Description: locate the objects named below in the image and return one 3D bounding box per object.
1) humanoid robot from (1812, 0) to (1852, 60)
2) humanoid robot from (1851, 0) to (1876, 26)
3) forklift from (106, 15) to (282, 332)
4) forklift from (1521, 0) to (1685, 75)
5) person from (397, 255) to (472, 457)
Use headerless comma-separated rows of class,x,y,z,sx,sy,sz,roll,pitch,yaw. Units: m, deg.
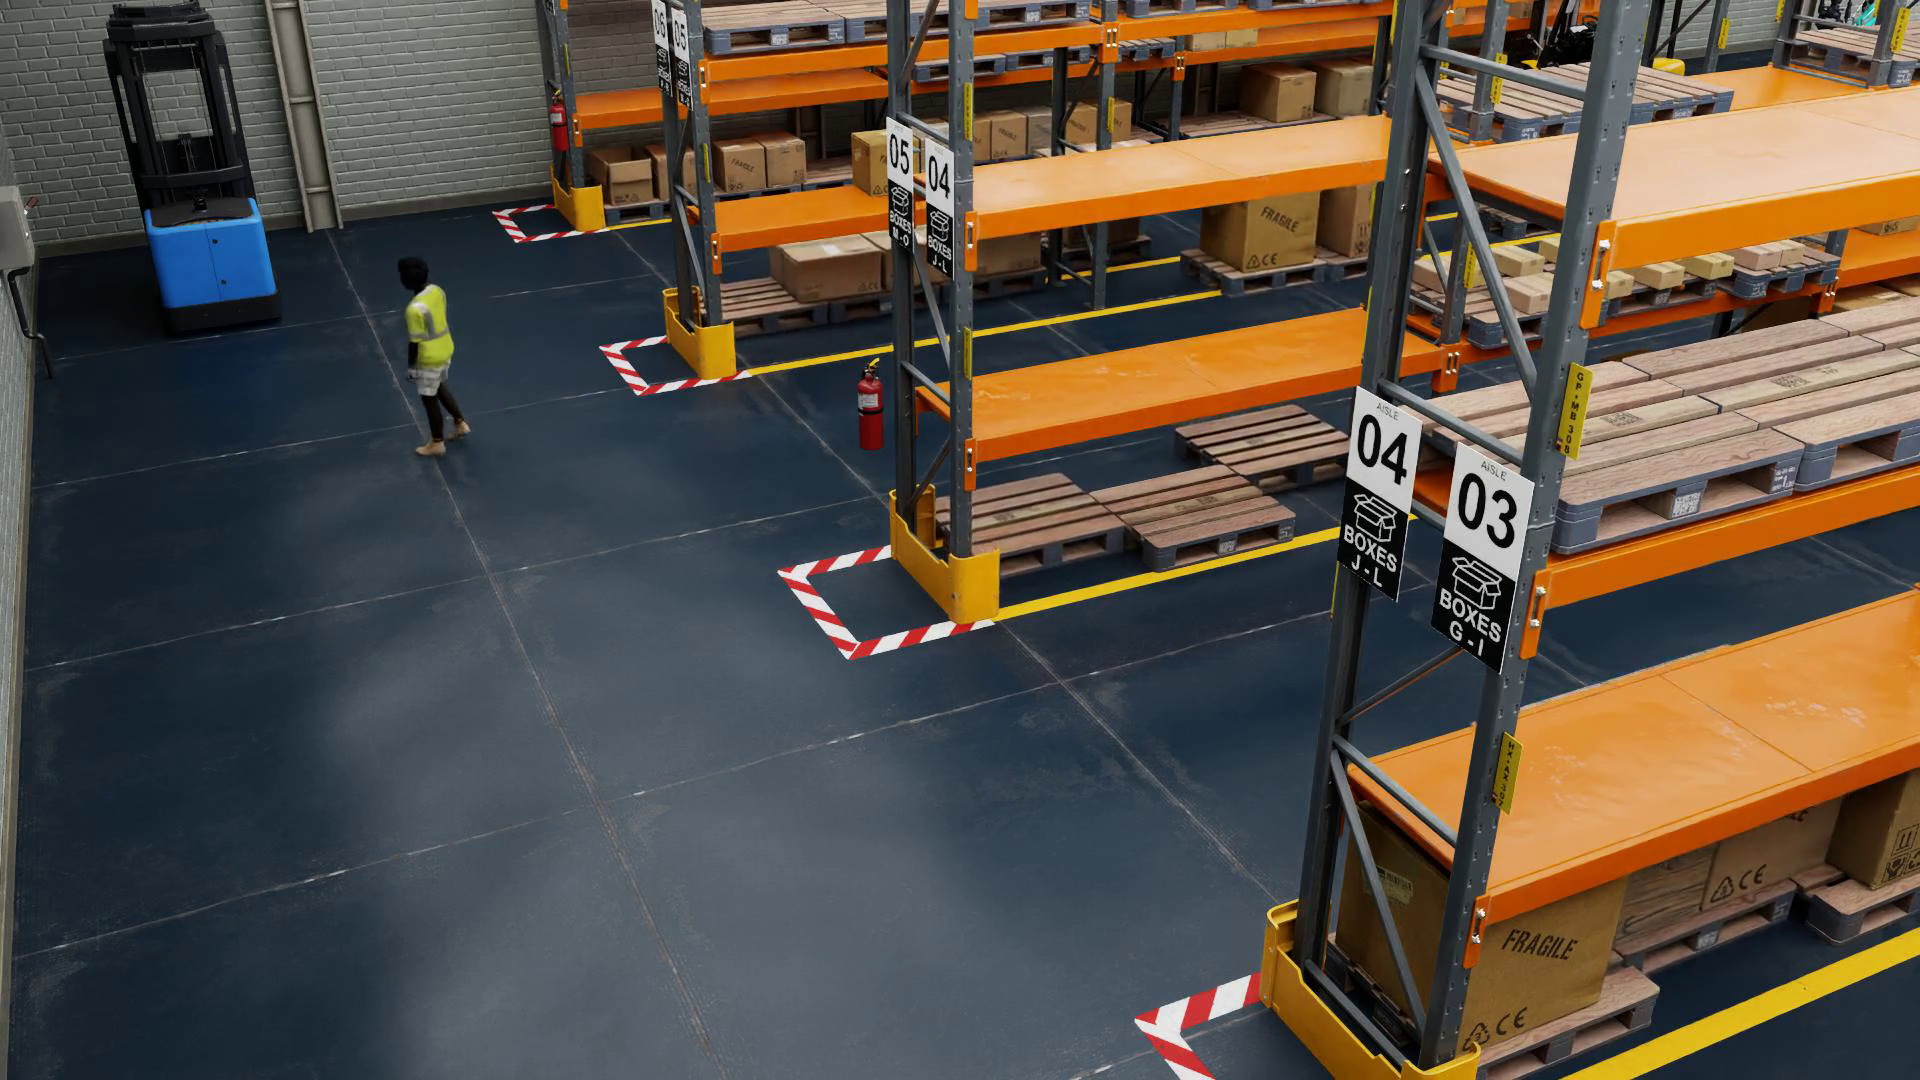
humanoid robot,13.865,-8.301,26.459,0.315,1.653,0.599,-12,30,-22
humanoid robot,14.727,-8.647,26.923,0.735,1.677,0.533,-12,30,-22
forklift,-7.548,-3.672,16.323,1.129,2.768,1.873,-12,30,-22
forklift,8.950,-6.807,23.056,1.214,2.155,2.313,-12,30,-22
person,-4.274,-1.476,13.375,0.377,1.690,0.571,4,28,8
